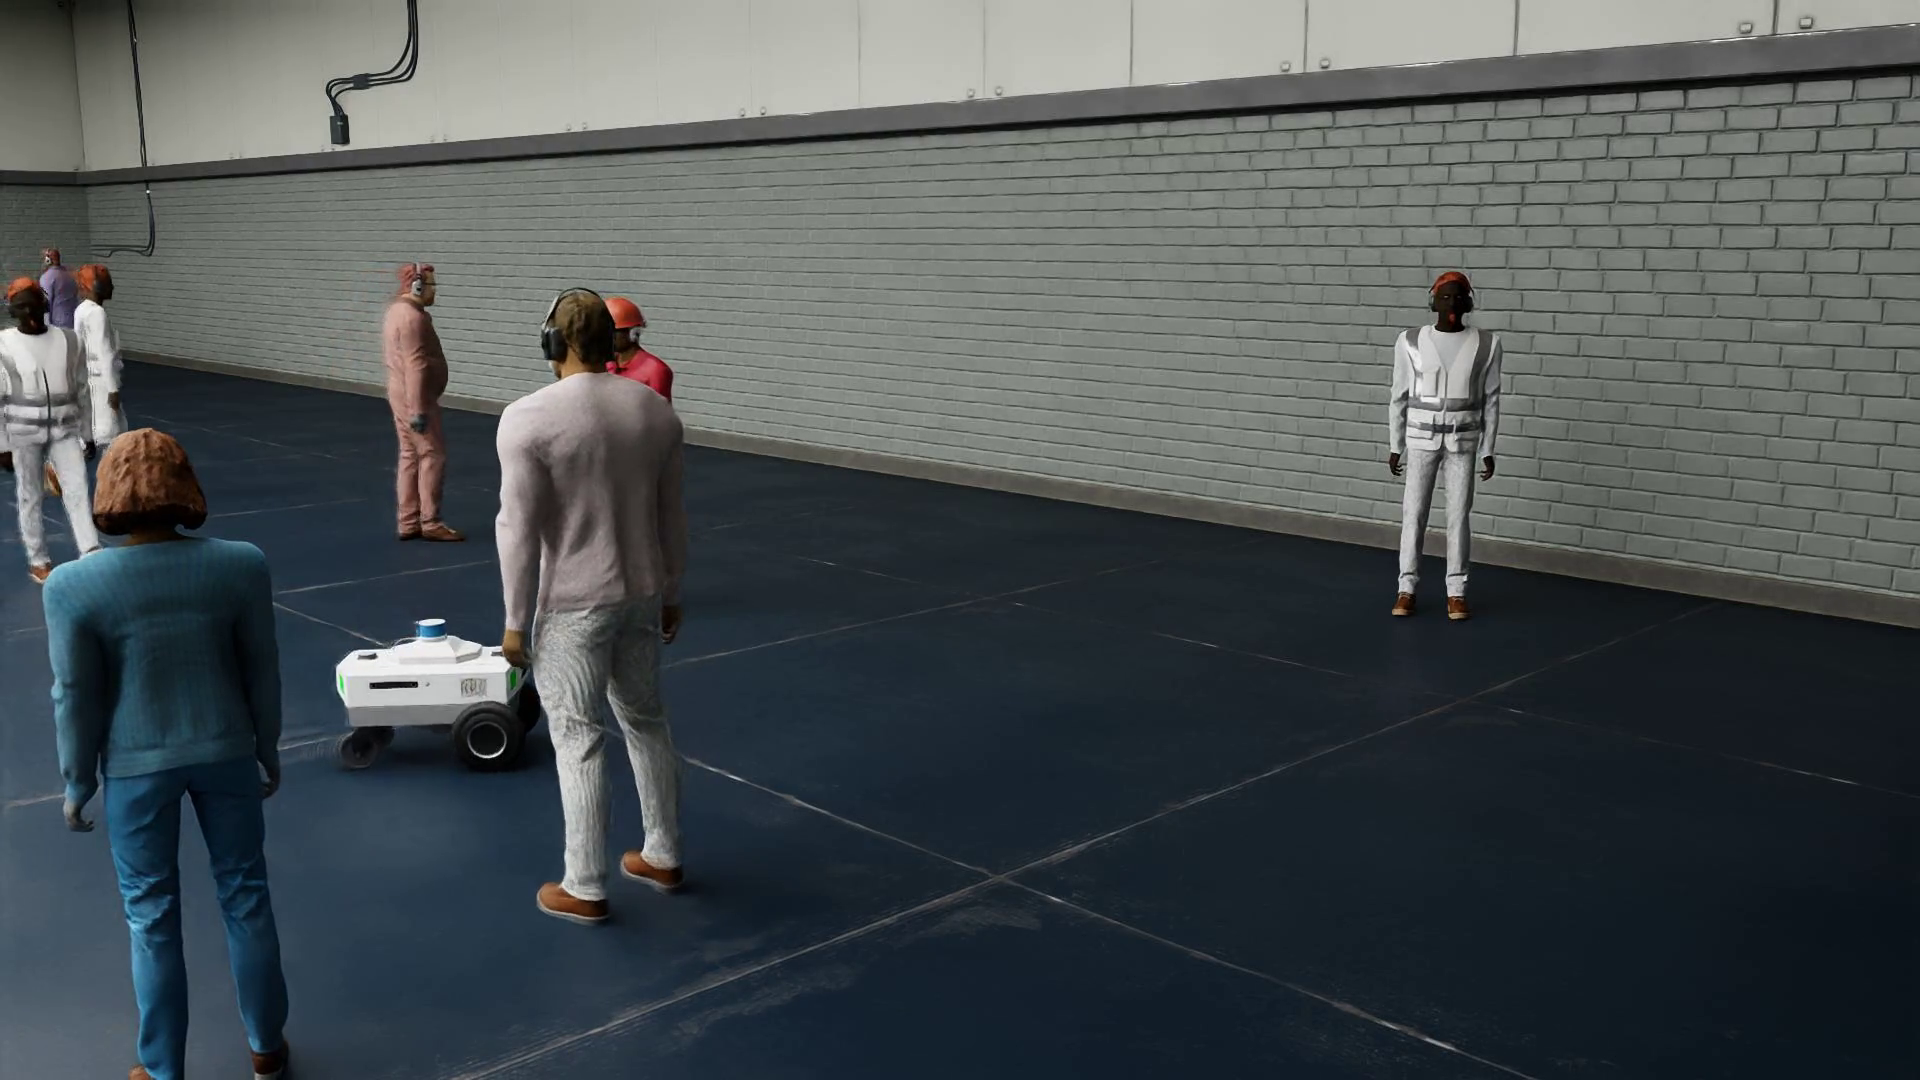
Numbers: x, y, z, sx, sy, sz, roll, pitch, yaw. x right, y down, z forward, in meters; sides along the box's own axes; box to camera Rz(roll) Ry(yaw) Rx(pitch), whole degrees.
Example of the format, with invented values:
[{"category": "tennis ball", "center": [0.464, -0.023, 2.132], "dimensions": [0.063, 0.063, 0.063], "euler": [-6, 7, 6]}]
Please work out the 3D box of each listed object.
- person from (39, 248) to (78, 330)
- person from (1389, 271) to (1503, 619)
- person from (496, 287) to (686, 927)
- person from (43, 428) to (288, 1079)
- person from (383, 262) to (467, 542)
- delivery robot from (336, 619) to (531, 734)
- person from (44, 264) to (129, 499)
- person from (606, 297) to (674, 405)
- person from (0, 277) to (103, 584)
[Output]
[{"category": "person", "center": [-12.199, -2.983, 22.505], "dimensions": [0.402, 1.899, 0.645], "euler": [2, 11, 9]}, {"category": "person", "center": [2.620, -0.508, 9.040], "dimensions": [0.577, 1.884, 0.353], "euler": [3, 11, 15]}, {"category": "person", "center": [-1.107, 0.198, 5.107], "dimensions": [0.397, 1.925, 0.646], "euler": [8, 13, 38]}, {"category": "person", "center": [-1.871, 0.547, 3.973], "dimensions": [0.498, 1.633, 0.283], "euler": [-7, 13, -34]}, {"category": "person", "center": [-3.636, -0.921, 11.251], "dimensions": [0.435, 1.893, 0.675], "euler": [-5, 12, -26]}, {"category": "delivery robot", "center": [-2.084, 0.557, 6.605], "dimensions": [0.707, 0.478, 0.477], "euler": [-1, 11, -6]}, {"category": "person", "center": [-6.759, -1.205, 12.912], "dimensions": [0.720, 1.862, 0.584], "euler": [-7, 12, -32]}, {"category": "person", "center": [-1.807, -0.450, 9.116], "dimensions": [0.574, 1.743, 0.355], "euler": [8, 13, 38]}, {"category": "person", "center": [-5.290, -0.597, 9.665], "dimensions": [0.590, 1.828, 0.992], "euler": [-10, 14, -44]}]
